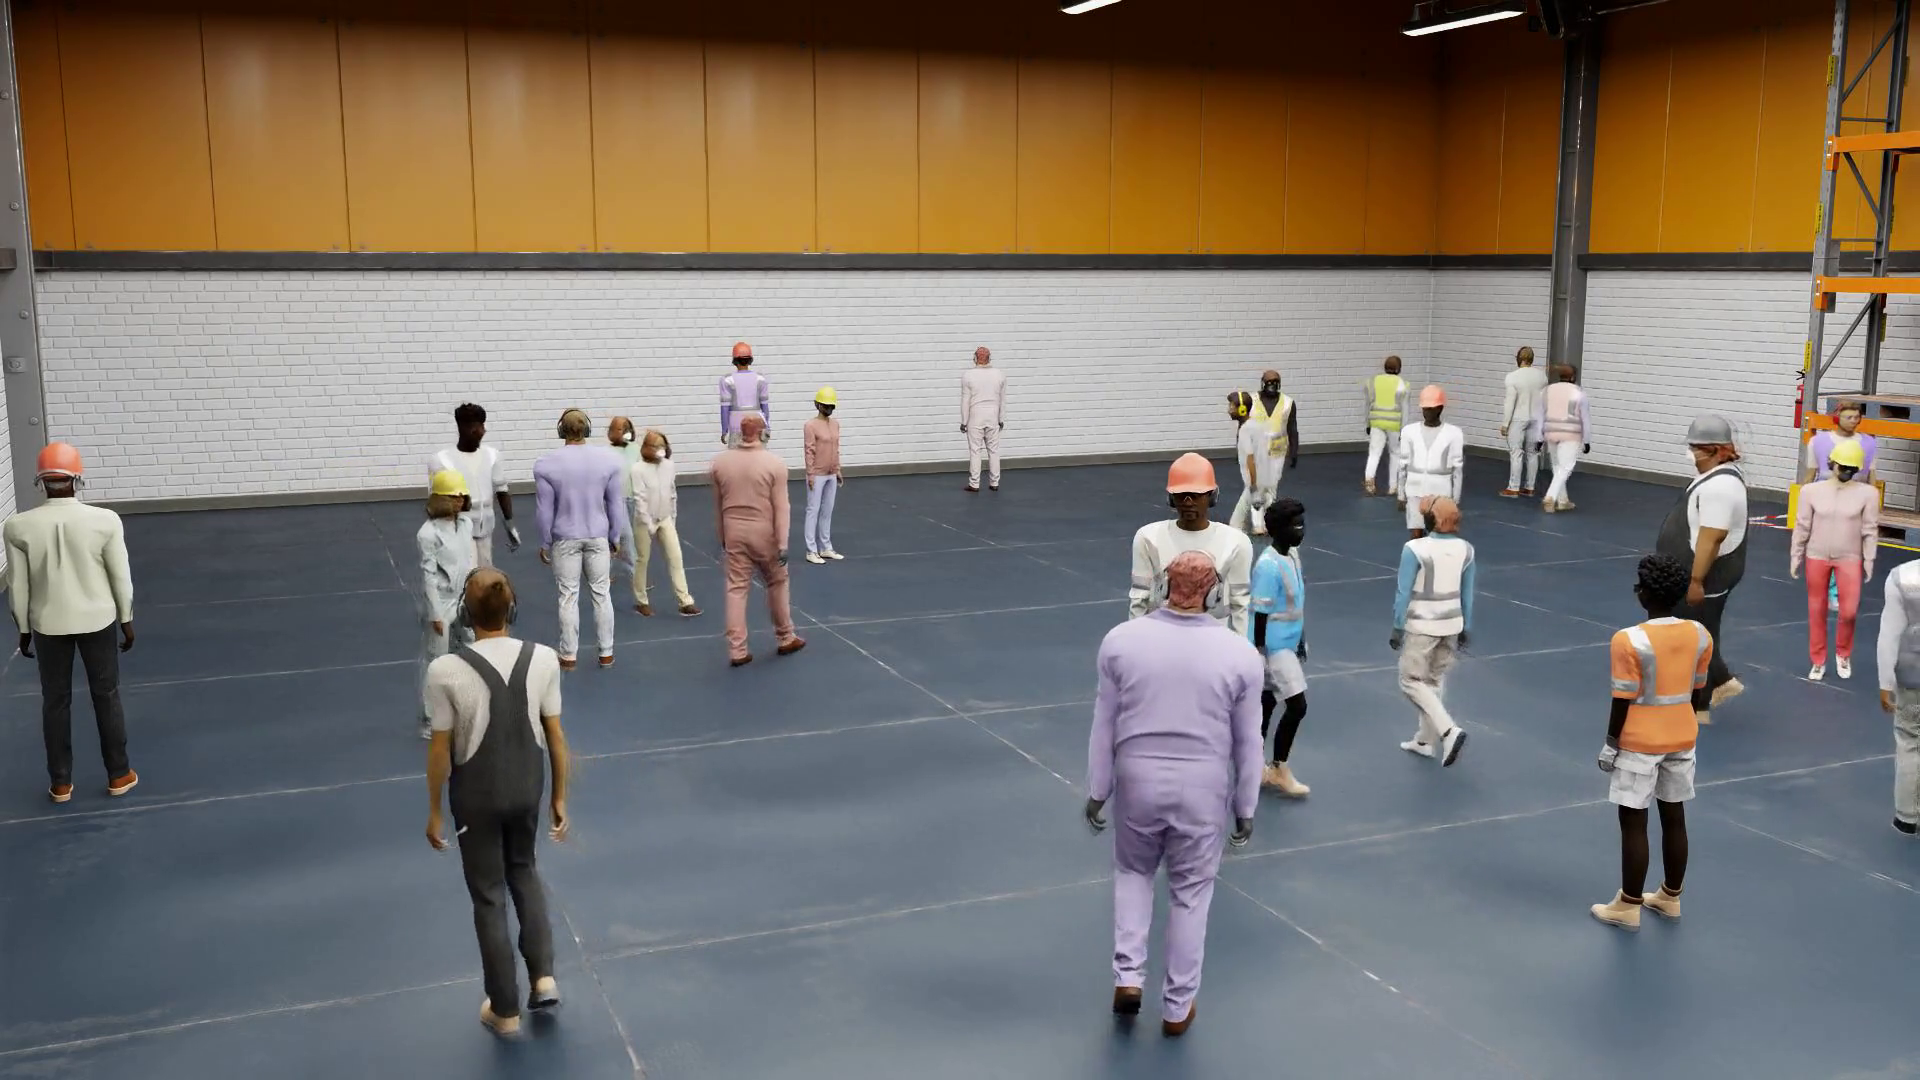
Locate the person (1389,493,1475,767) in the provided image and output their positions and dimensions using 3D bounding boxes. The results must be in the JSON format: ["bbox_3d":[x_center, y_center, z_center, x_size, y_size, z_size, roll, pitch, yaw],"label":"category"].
[{"bbox_3d":[2.832,0.538,9.831,0.530,1.622,0.580,-4,10,-24],"label":"person"}]

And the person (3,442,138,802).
[{"bbox_3d":[-4.911,0.455,9.222,0.611,1.995,0.375,-4,10,-23],"label":"person"}]

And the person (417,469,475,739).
[{"bbox_3d":[-3.102,0.419,10.265,0.657,1.718,0.505,4,10,23],"label":"person"}]

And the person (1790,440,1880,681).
[{"bbox_3d":[6.202,0.151,11.822,0.541,1.743,0.383,5,11,30],"label":"person"}]

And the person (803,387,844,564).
[{"bbox_3d":[-1.352,-0.648,16.624,0.328,1.761,0.523,6,11,33],"label":"person"}]

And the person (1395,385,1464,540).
[{"bbox_3d":[4.168,-0.422,14.761,0.551,1.922,0.515,5,11,27],"label":"person"}]

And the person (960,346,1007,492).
[{"bbox_3d":[0.289,-1.583,21.842,0.643,1.909,0.410,-4,10,-23],"label":"person"}]

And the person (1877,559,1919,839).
[{"bbox_3d":[4.939,0.685,8.367,0.602,1.815,0.676,4,10,21],"label":"person"}]

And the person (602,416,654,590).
[{"bbox_3d":[-3.144,-0.367,15.421,0.839,1.593,0.511,7,12,36],"label":"person"}]

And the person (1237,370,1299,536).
[{"bbox_3d":[3.390,-0.943,18.245,0.658,1.807,0.847,0,9,2],"label":"person"}]

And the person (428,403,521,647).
[{"bbox_3d":[-3.690,-0.071,12.627,0.709,1.933,0.621,8,12,40],"label":"person"}]

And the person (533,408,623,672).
[{"bbox_3d":[-2.777,0.000,12.148,0.632,1.940,0.372,-4,10,-23],"label":"person"}]

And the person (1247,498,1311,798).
[{"bbox_3d":[1.832,0.603,9.258,0.541,1.674,0.555,4,10,22],"label":"person"}]

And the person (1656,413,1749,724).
[{"bbox_3d":[4.766,0.185,10.722,0.536,2.000,0.708,4,10,23],"label":"person"}]

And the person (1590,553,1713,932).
[{"bbox_3d":[3.085,0.901,7.426,0.535,1.697,0.318,-4,10,-23],"label":"person"}]

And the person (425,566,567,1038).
[{"bbox_3d":[-1.791,1.006,6.399,0.508,1.831,0.403,-7,12,-38],"label":"person"}]

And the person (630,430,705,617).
[{"bbox_3d":[-2.490,-0.114,13.868,0.502,1.596,0.812,-9,13,-44],"label":"person"}]

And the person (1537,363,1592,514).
[{"bbox_3d":[7.204,-1.217,19.926,0.872,1.817,0.643,-8,12,-41],"label":"person"}]

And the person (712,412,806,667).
[{"bbox_3d":[-1.501,-0.027,12.492,0.669,1.869,0.884,4,10,21],"label":"person"}]

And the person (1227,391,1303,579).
[{"bbox_3d":[2.765,-0.497,15.628,1.044,1.792,0.614,5,11,29],"label":"person"}]

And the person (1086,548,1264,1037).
[{"bbox_3d":[0.833,0.974,6.437,0.669,1.878,0.435,2,10,14],"label":"person"}]

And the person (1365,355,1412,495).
[{"bbox_3d":[5.487,-1.471,21.443,0.617,1.821,0.831,5,11,30],"label":"person"}]

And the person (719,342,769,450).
[{"bbox_3d":[-2.610,-1.367,20.105,0.608,2.048,0.365,-4,10,-23],"label":"person"}]

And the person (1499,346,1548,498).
[{"bbox_3d":[7.187,-1.504,21.265,0.632,1.940,0.372,-4,10,-23],"label":"person"}]

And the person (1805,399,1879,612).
[{"bbox_3d":[7.645,-0.330,14.510,0.565,1.827,0.820,1,9,9],"label":"person"}]

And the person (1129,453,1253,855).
[{"bbox_3d":[1.143,0.579,8.325,0.606,2.044,0.373,2,10,10],"label":"person"}]
